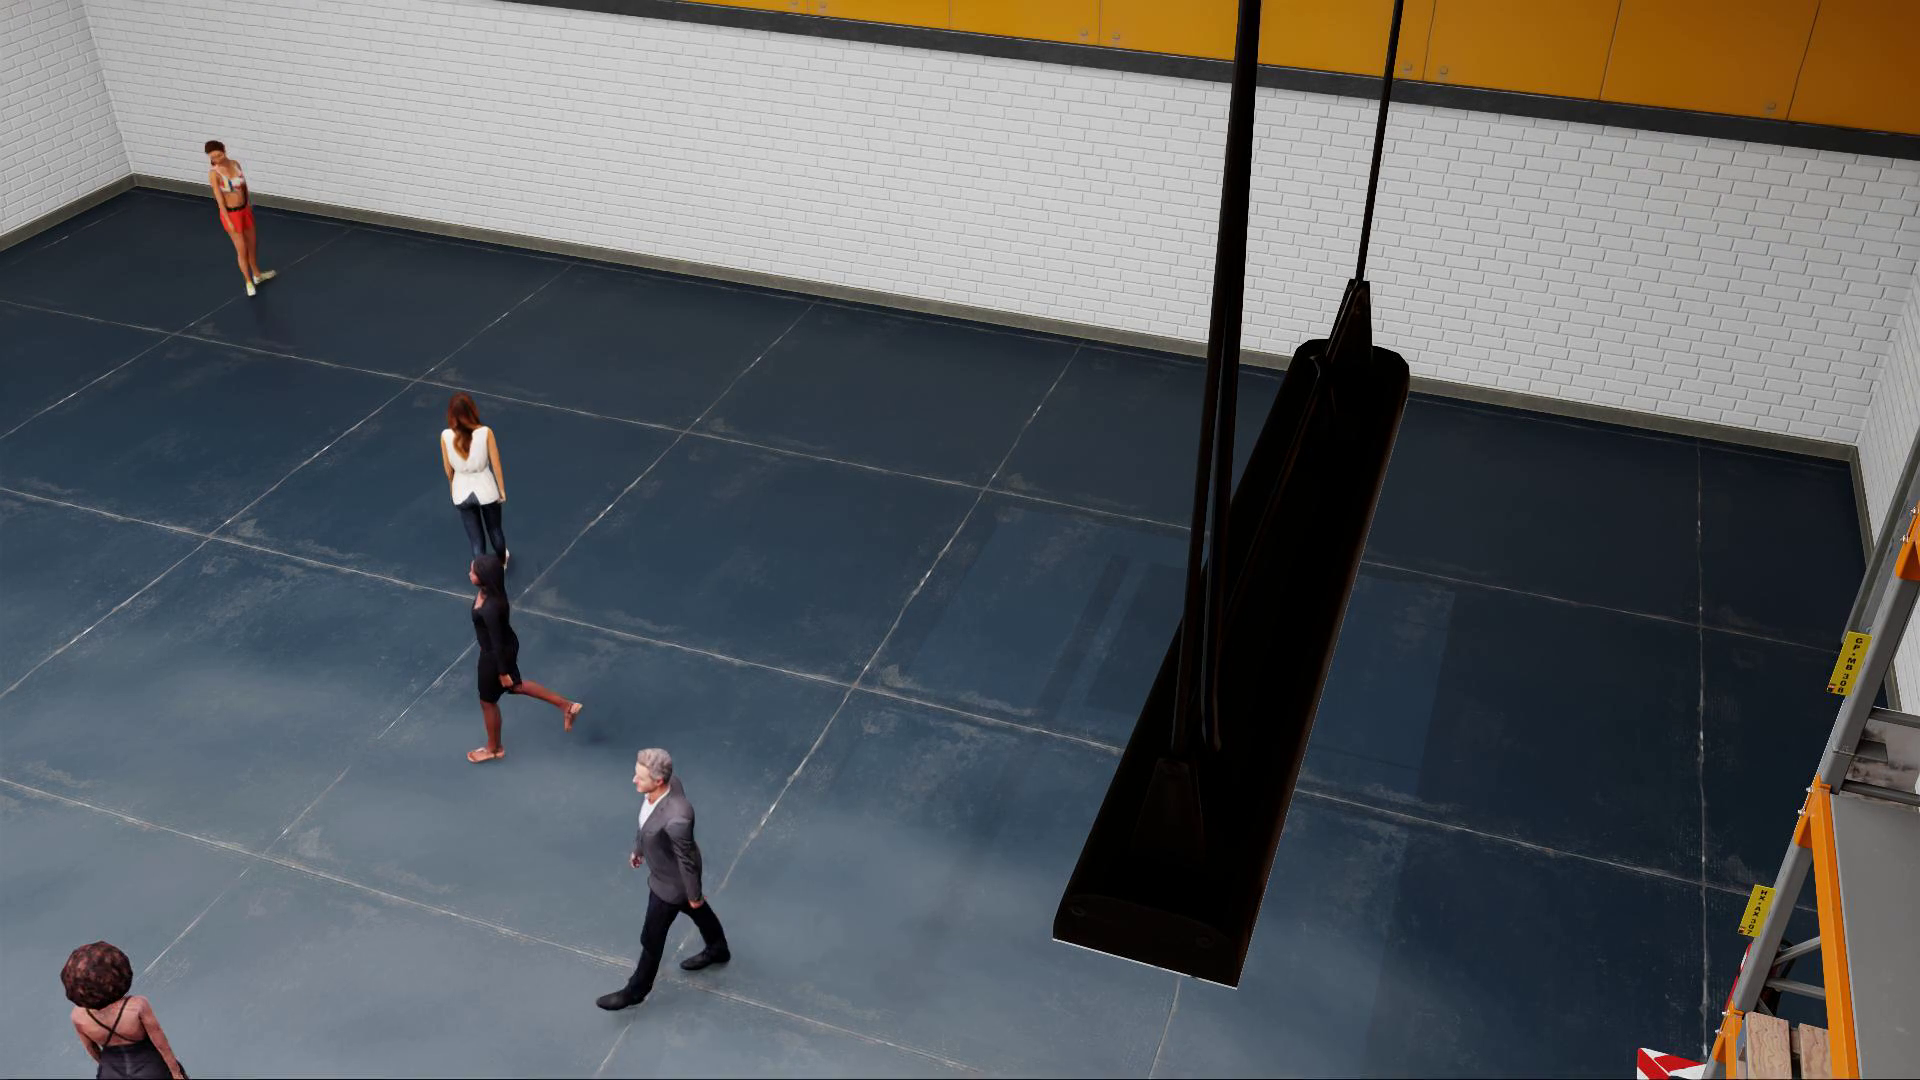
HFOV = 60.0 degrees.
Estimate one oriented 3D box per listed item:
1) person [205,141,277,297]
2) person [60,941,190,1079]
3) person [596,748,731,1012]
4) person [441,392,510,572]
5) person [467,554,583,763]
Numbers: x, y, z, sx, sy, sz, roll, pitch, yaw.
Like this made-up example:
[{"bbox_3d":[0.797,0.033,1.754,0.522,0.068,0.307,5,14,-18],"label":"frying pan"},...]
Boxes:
[{"bbox_3d":[-7.744,-3.491,17.847,0.833,1.751,0.522,7,34,10],"label":"person"},{"bbox_3d":[-4.144,2.790,8.381,0.822,1.769,0.920,-8,34,-12],"label":"person"},{"bbox_3d":[-1.592,1.903,9.680,1.197,1.809,1.160,-12,35,-17],"label":"person"},{"bbox_3d":[-3.798,-0.310,13.047,0.860,1.767,0.985,-7,34,-10],"label":"person"},{"bbox_3d":[-3.083,0.800,11.441,1.036,1.696,1.099,-7,34,-11],"label":"person"}]
